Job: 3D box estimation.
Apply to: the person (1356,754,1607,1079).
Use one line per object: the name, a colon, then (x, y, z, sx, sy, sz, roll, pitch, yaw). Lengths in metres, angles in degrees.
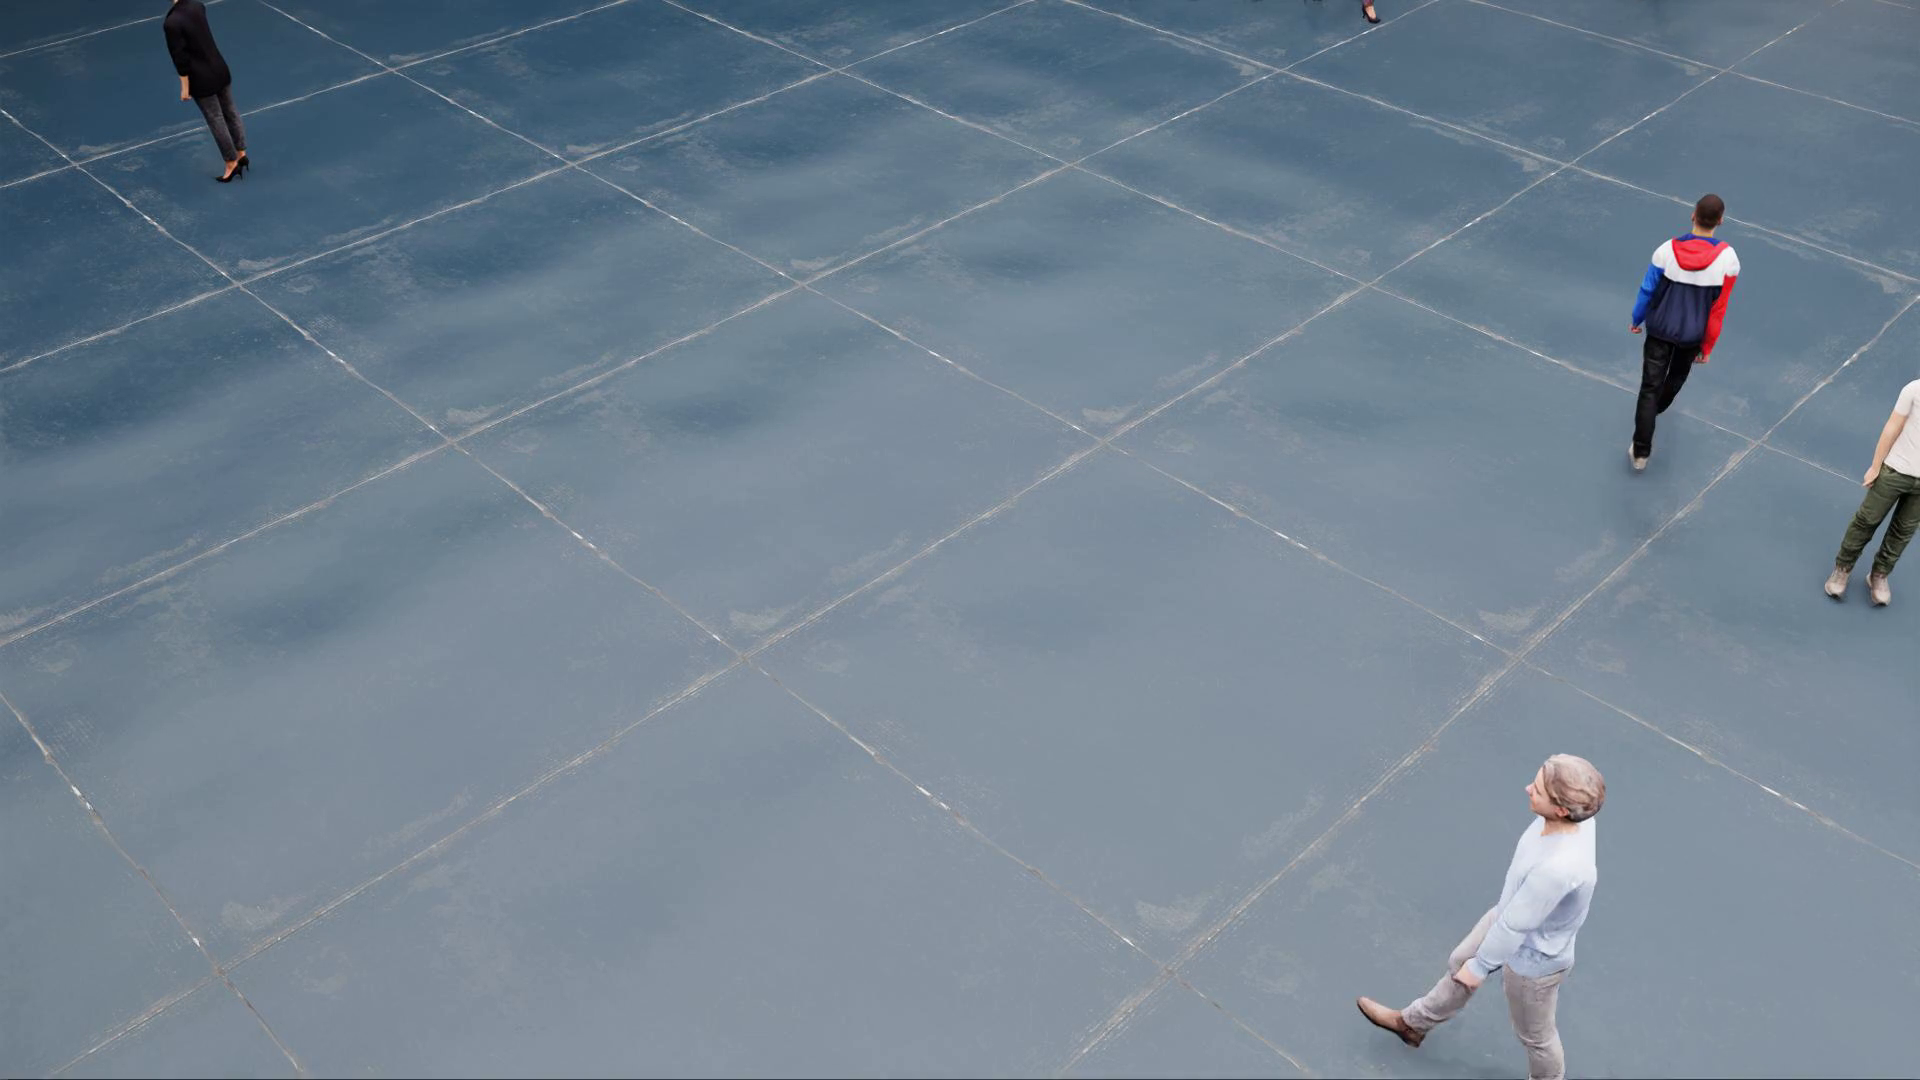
person: (2.267, 1.577, 6.355, 1.037, 1.860, 1.132, 10, 38, 13)

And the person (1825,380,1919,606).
person: (5.201, -0.375, 9.094, 0.661, 1.653, 0.665, 12, 39, 15)

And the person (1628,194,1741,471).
person: (4.365, -1.223, 10.160, 0.980, 1.712, 1.236, 13, 39, 16)

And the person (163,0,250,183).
person: (-6.104, -3.748, 13.477, 0.794, 1.717, 0.697, 7, 38, 9)
